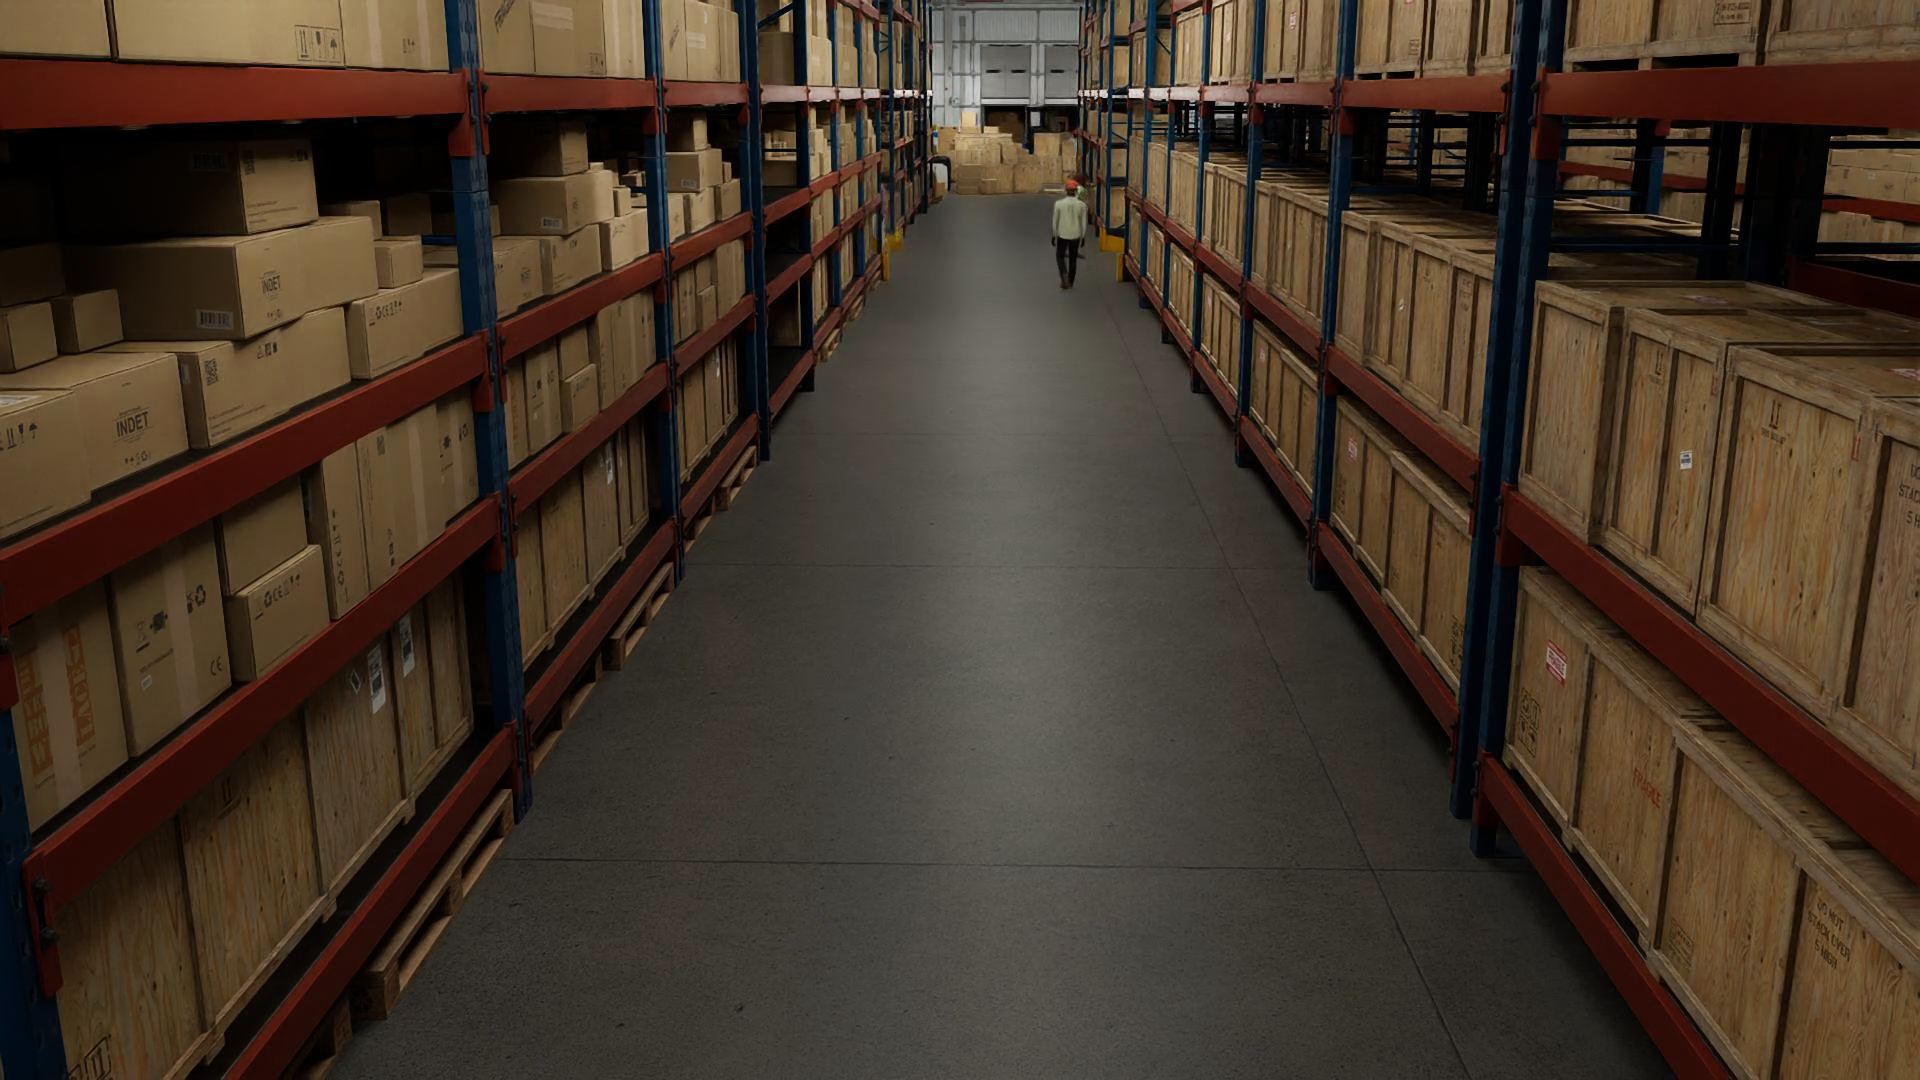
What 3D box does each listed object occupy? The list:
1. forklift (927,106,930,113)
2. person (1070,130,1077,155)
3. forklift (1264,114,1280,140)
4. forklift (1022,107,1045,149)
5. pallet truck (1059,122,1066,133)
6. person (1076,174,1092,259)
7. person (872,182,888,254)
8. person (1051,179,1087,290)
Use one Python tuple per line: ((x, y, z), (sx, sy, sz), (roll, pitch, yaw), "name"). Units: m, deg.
((-2.001, -20.667, 84.687), (1.129, 2.768, 1.873), (0, 15, 2), "forklift")
((5.098, -17.086, 73.241), (0.550, 1.890, 0.948), (-3, 15, -12), "person")
((11.030, -14.024, 59.972), (1.129, 2.768, 1.873), (0, 15, 2), "forklift")
((3.646, -19.579, 80.638), (1.129, 2.768, 1.873), (-8, 17, -26), "forklift")
((5.788, -21.111, 88.014), (1.885, 1.965, 0.823), (5, 16, 18), "pallet truck")
((2.593, -6.916, 35.560), (0.463, 1.804, 0.624), (1, 15, 2), "person")
((-1.803, -7.147, 36.410), (0.432, 1.813, 0.633), (3, 15, 10), "person")
((1.970, -5.477, 29.869), (0.652, 1.981, 0.450), (-1, 15, -3), "person")
